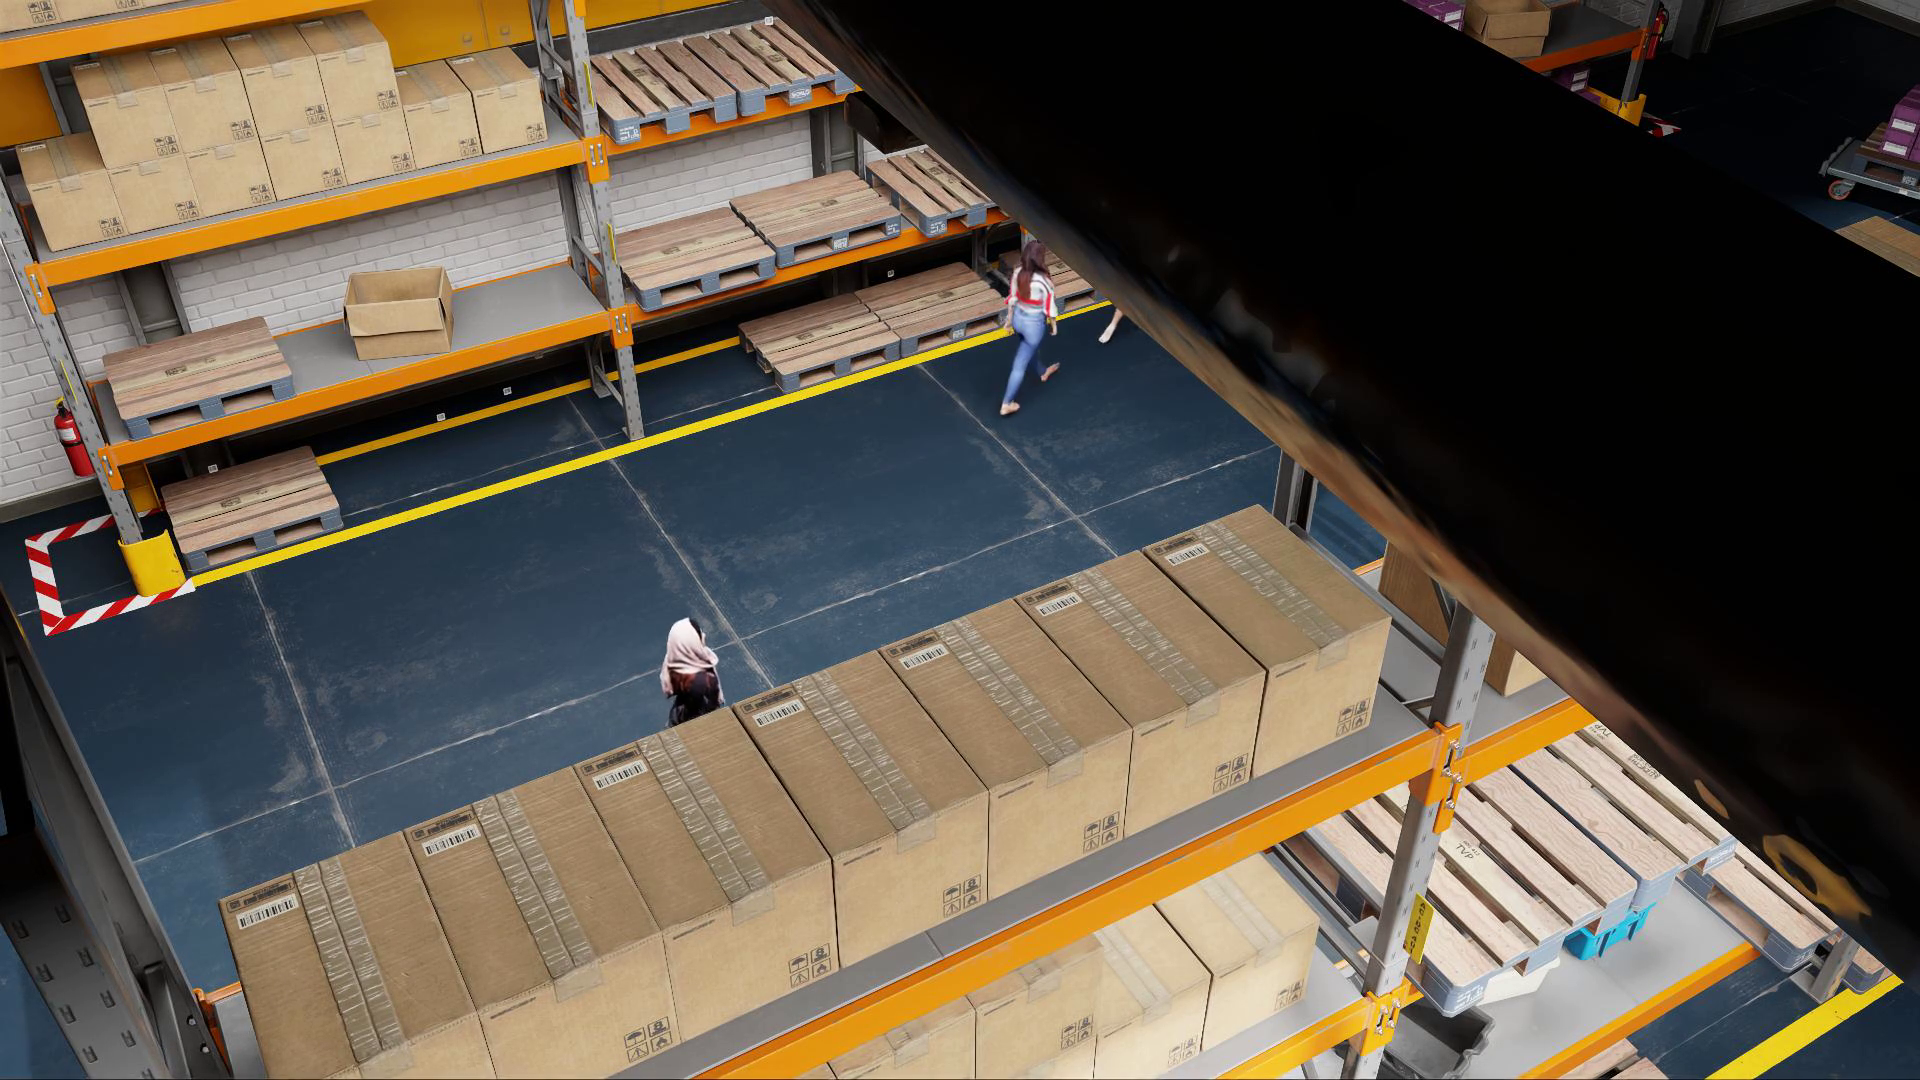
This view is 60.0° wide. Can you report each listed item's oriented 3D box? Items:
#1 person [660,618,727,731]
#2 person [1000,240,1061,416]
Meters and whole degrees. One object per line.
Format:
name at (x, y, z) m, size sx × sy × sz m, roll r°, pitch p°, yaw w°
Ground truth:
person at (-1.748, 1.175, 10.590) m, size 1.093 × 1.598 × 0.680 m, roll -23°, pitch 44°, yaw -26°
person at (0.536, -1.801, 14.340) m, size 0.817 × 1.570 × 1.154 m, roll 28°, pitch 46°, yaw 30°
